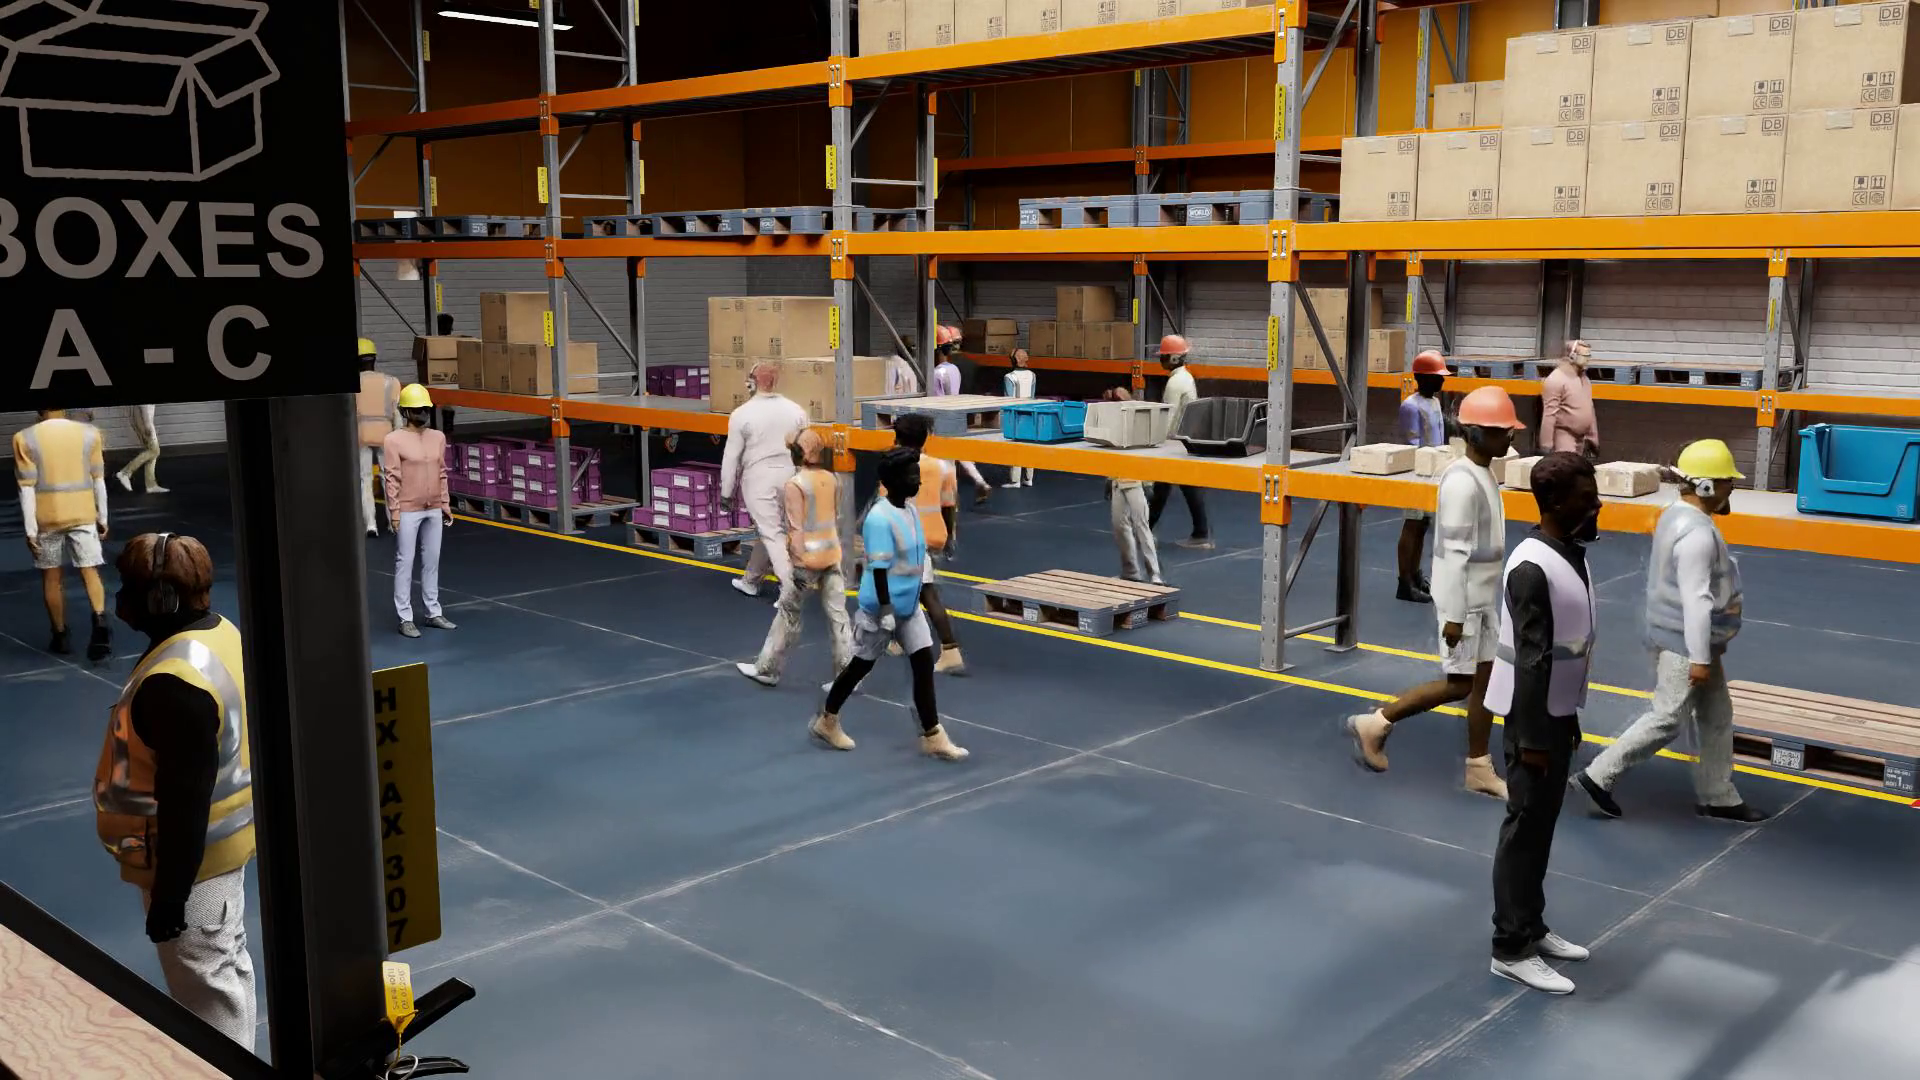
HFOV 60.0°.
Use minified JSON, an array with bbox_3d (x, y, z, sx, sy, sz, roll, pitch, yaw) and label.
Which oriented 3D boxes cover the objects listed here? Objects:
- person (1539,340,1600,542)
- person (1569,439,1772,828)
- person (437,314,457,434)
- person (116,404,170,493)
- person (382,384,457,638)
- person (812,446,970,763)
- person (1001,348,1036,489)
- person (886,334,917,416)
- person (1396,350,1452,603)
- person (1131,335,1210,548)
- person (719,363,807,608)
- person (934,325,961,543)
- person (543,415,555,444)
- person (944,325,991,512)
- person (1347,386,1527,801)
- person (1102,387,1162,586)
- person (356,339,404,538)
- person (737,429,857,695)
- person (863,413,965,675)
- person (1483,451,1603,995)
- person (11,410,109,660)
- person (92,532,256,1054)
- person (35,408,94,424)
[{"bbox_3d":[5.836,-0.920,15.602,0.678,1.884,0.738,-8,12,-42],"label":"person"},{"bbox_3d":[3.287,0.429,7.615,0.839,1.800,0.597,3,10,18],"label":"person"},{"bbox_3d":[-7.003,-2.107,22.695,0.650,1.950,0.476,3,10,15],"label":"person"},{"bbox_3d":[-9.302,-1.316,18.860,0.459,1.615,0.517,-4,10,-25],"label":"person"},{"bbox_3d":[-3.778,-0.210,11.644,0.315,1.769,0.525,6,11,32],"label":"person"},{"bbox_3d":[-0.391,0.323,8.690,0.873,1.658,0.536,4,10,25],"label":"person"},{"bbox_3d":[0.688,-1.412,19.395,0.307,1.641,0.512,8,12,41],"label":"person"},{"bbox_3d":[-0.563,-1.414,18.864,0.628,1.817,0.656,5,11,28],"label":"person"},{"bbox_3d":[3.587,-0.494,12.855,0.361,1.938,0.545,6,11,34],"label":"person"},{"bbox_3d":[1.880,-0.894,15.268,0.978,1.948,0.617,2,10,13],"label":"person"},{"bbox_3d":[-1.498,-0.415,12.646,0.658,1.848,1.018,-8,12,-41],"label":"person"},{"bbox_3d":[-0.201,-0.951,15.339,0.377,2.044,0.607,3,10,15],"label":"person"},{"bbox_3d":[-5.056,-1.677,20.717,0.455,1.750,0.507,-2,10,-13],"label":"person"},{"bbox_3d":[-0.037,-1.260,17.465,0.552,1.973,0.615,7,12,38],"label":"person"},{"bbox_3d":[2.360,0.257,8.042,0.787,2.022,0.604,5,11,29],"label":"person"},{"bbox_3d":[1.392,-0.419,13.405,0.350,1.605,0.695,-4,10,-25],"label":"person"},{"bbox_3d":[-5.606,-0.958,15.827,0.598,1.897,0.631,-4,10,-23],"label":"person"},{"bbox_3d":[-0.975,0.130,10.047,0.831,1.597,0.530,5,11,28],"label":"person"},{"bbox_3d":[-0.257,0.018,10.637,0.538,1.644,0.908,-9,13,-43],"label":"person"},{"bbox_3d":[2.102,0.634,5.994,0.392,1.922,0.593,5,11,29],"label":"person"},{"bbox_3d":[-5.818,-0.150,10.826,0.551,1.915,0.856,-8,12,-40],"label":"person"},{"bbox_3d":[-2.181,0.888,4.678,0.429,1.844,0.627,-3,10,-17],"label":"person"},{"bbox_3d":[-10.235,-1.471,19.047,0.821,1.883,0.643,8,12,39],"label":"person"}]
